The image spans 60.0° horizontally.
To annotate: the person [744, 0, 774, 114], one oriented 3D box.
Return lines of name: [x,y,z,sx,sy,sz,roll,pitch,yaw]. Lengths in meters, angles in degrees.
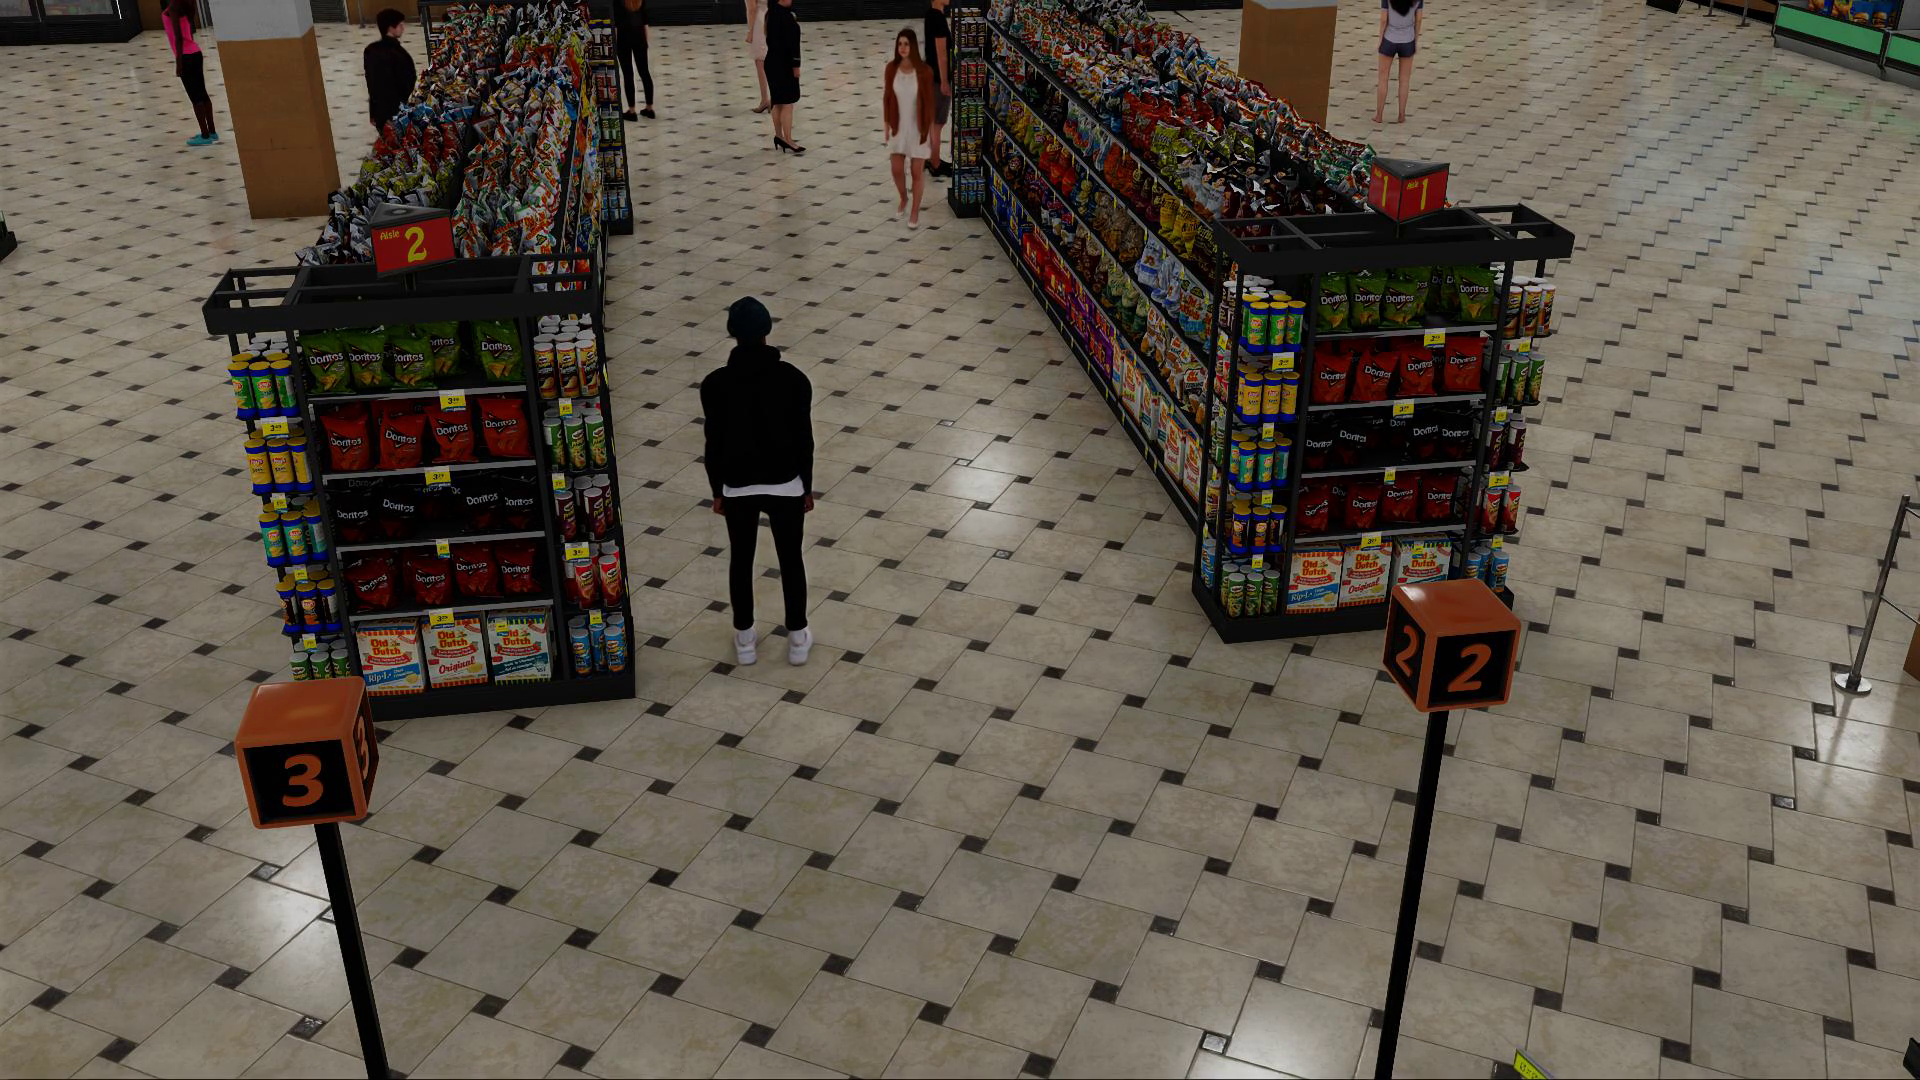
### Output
person: [-2.193,-5.629,18.426,0.745,1.736,0.680,16,31,29]

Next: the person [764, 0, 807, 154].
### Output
person: [-1.795,-4.777,16.817,0.838,1.671,0.697,-15,30,-27]

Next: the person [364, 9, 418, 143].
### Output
person: [-4.927,-3.625,14.386,1.040,1.815,1.106,13,30,24]

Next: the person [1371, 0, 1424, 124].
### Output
person: [4.730,-5.387,17.979,0.645,1.707,0.610,2,27,3]

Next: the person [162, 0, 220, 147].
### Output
person: [-7.918,-4.941,17.083,0.643,1.723,0.534,0,27,-1]

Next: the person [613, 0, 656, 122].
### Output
person: [-3.577,-5.458,18.120,0.686,1.707,0.697,-19,32,-33]

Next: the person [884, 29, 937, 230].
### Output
person: [-0.409,-3.576,14.408,0.722,1.707,0.772,4,27,8]

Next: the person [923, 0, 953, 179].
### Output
person: [-0.222,-4.455,15.972,0.714,1.861,0.493,-5,27,-9]

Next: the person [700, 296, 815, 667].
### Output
person: [-0.921,-0.256,7.740,0.691,1.818,0.622,-1,27,-2]
